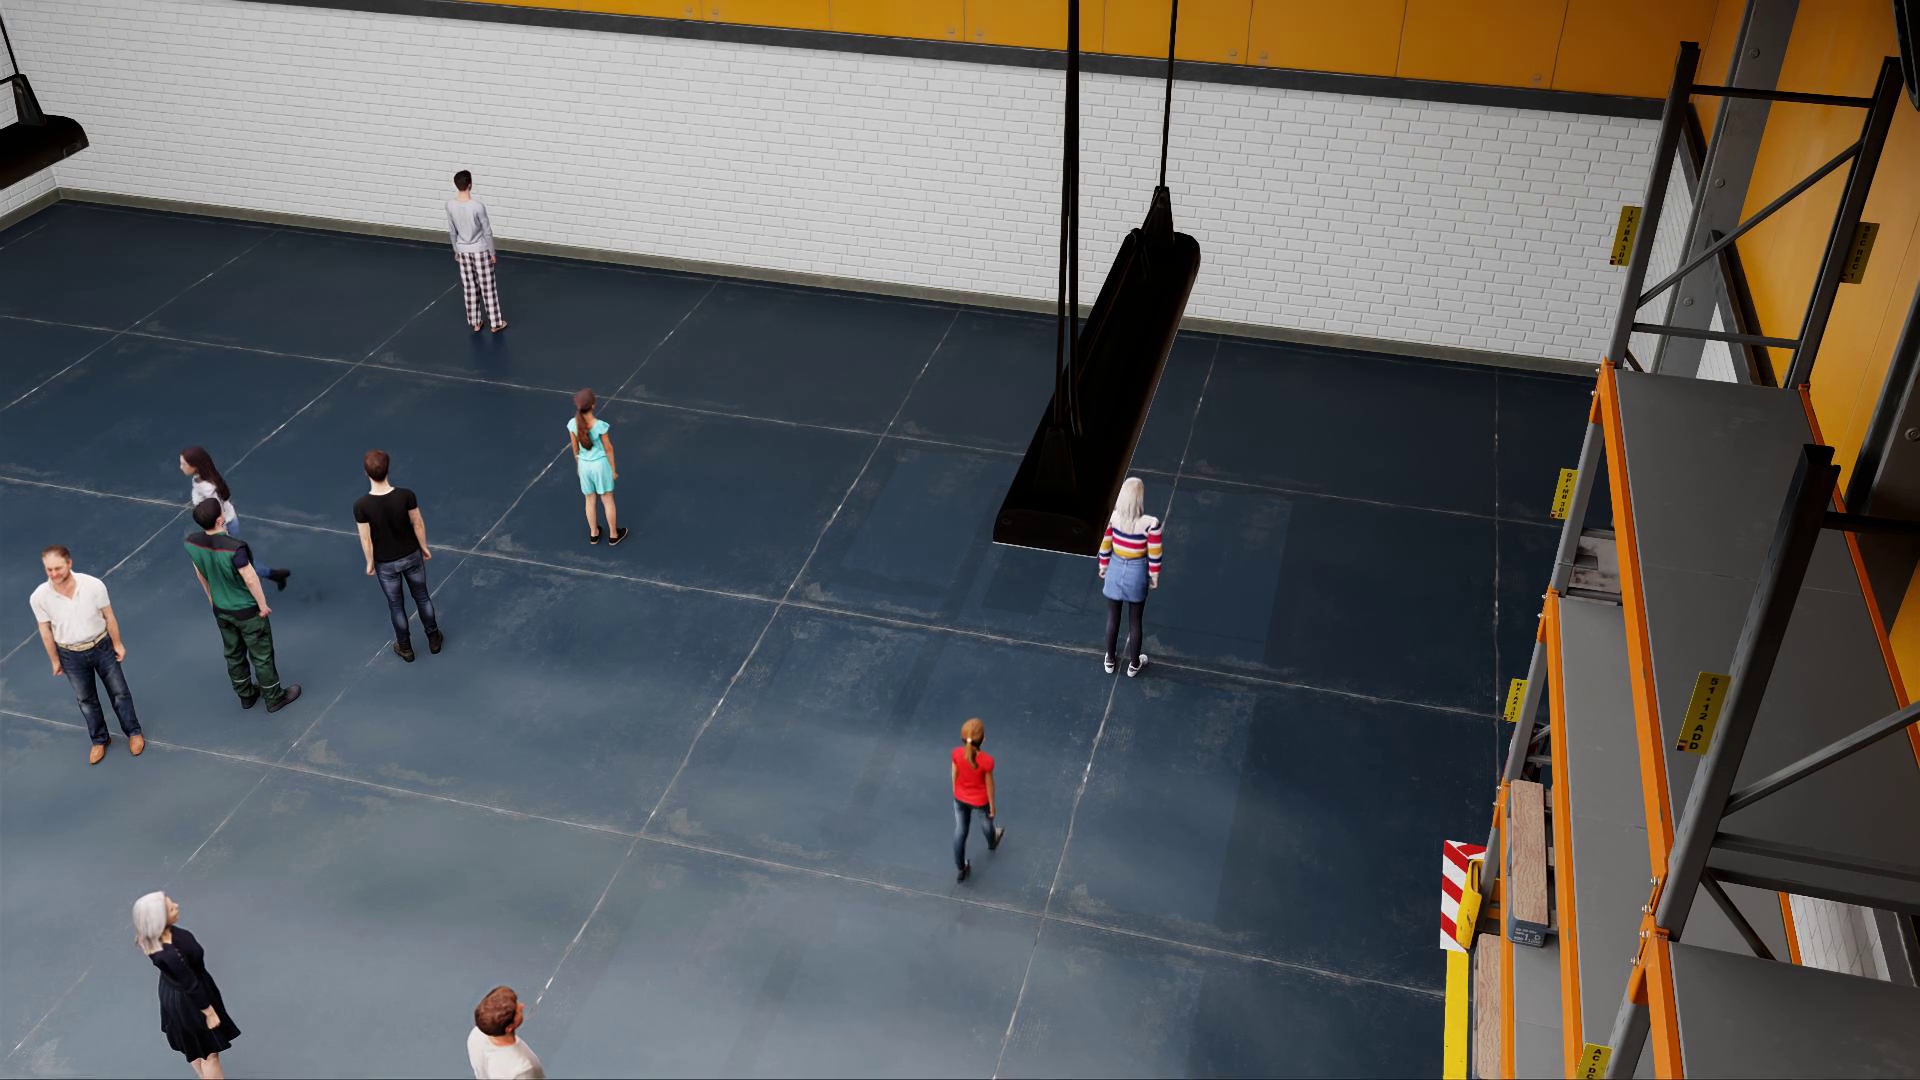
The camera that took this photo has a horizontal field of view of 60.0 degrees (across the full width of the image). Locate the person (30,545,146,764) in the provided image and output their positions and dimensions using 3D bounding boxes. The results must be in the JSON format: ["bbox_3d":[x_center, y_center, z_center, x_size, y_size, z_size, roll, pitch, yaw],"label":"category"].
[{"bbox_3d":[-6.488,0.802,12.368,0.753,1.856,0.771,-11,35,-16],"label":"person"}]

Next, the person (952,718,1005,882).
[{"bbox_3d":[0.060,1.803,11.372,0.557,1.293,0.795,13,36,18],"label":"person"}]

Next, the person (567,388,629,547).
[{"bbox_3d":[-3.254,-0.656,14.831,0.561,1.558,0.559,5,34,8],"label":"person"}]

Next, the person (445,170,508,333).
[{"bbox_3d":[-5.371,-3.182,18.372,0.650,1.847,0.576,4,34,7],"label":"person"}]

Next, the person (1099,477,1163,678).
[{"bbox_3d":[1.325,0.283,13.193,0.664,1.808,0.513,11,35,16],"label":"person"}]

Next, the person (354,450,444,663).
[{"bbox_3d":[-4.509,0.133,13.340,0.750,1.897,0.806,-17,37,-24],"label":"person"}]

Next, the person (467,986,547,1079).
[{"bbox_3d":[-2.346,3.091,8.882,0.744,1.905,0.735,25,41,33],"label":"person"}]

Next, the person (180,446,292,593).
[{"bbox_3d":[-6.092,-0.109,13.965,0.977,1.608,0.934,-13,36,-18],"label":"person"}]

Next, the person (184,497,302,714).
[{"bbox_3d":[-5.559,0.496,12.789,0.658,1.901,0.553,9,35,13],"label":"person"}]

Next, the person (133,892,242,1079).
[{"bbox_3d":[-4.455,2.682,9.639,0.695,1.747,0.712,27,42,35],"label":"person"}]
